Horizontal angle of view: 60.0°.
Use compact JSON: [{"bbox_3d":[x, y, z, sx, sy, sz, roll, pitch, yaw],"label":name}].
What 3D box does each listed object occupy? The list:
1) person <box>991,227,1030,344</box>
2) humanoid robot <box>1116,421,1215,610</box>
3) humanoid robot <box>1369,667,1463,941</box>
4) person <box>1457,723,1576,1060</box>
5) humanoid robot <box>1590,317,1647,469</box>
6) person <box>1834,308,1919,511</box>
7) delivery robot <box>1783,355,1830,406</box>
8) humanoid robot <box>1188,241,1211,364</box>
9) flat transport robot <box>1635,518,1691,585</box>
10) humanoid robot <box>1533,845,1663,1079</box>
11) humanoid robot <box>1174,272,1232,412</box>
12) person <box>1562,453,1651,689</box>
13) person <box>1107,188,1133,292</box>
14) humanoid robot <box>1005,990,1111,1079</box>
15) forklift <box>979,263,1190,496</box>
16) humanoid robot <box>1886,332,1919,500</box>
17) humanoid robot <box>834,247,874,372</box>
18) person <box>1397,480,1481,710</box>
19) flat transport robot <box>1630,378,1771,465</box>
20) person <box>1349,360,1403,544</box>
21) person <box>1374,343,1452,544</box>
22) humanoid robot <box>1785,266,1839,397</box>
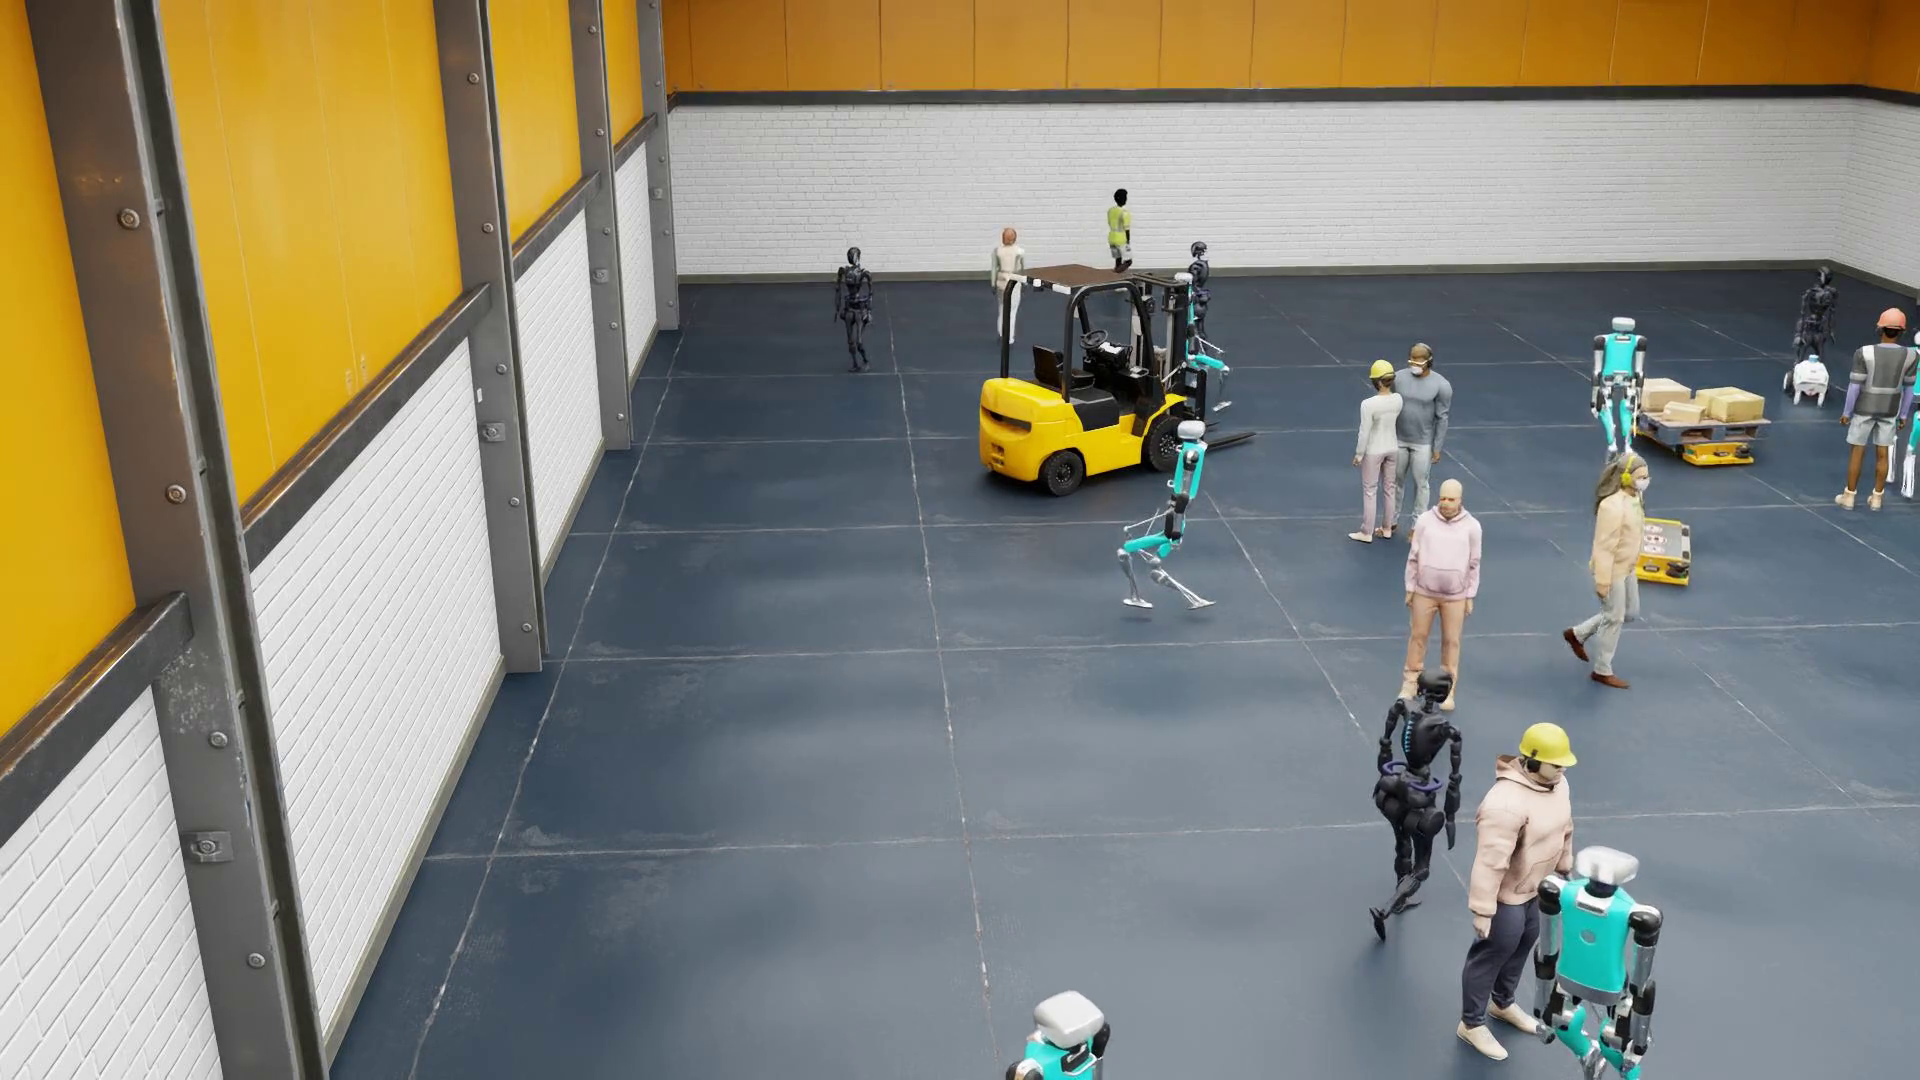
[{"bbox_3d":[0.715,-3.593,23.462,0.524,1.614,0.654,5,21,14],"label":"person"},{"bbox_3d":[1.672,-0.158,13.946,1.004,1.740,0.535,4,20,10],"label":"humanoid robot"},{"bbox_3d":[2.555,1.490,9.560,0.631,1.637,0.609,-14,24,-33],"label":"humanoid robot"},{"bbox_3d":[2.853,1.762,8.529,0.796,1.858,0.442,-16,26,-37],"label":"person"},{"bbox_3d":[6.827,-1.348,17.243,0.535,1.810,0.800,2,20,7],"label":"humanoid robot"},{"bbox_3d":[9.130,-1.299,16.597,0.613,2.040,0.391,4,20,10],"label":"person"},{"bbox_3d":[10.549,-1.997,20.644,0.499,0.587,0.774,8,21,20],"label":"delivery robot"},{"bbox_3d":[3.131,-3.172,22.265,0.711,1.631,0.602,7,21,18],"label":"humanoid robot"},{"bbox_3d":[6.412,0.066,15.447,0.659,0.231,1.431,8,22,20],"label":"flat transport robot"},{"bbox_3d":[3.011,2.147,7.729,0.552,1.841,0.865,16,26,37],"label":"humanoid robot"},{"bbox_3d":[2.954,-2.328,19.943,1.026,1.772,0.540,-3,20,-8],"label":"humanoid robot"},{"bbox_3d":[4.987,0.213,12.736,0.509,1.859,0.575,16,26,38],"label":"person"},{"bbox_3d":[2.542,-4.769,26.558,0.522,1.684,0.546,-13,24,-32],"label":"person"},{"bbox_3d":[0.526,2.619,6.390,0.837,1.803,0.544,17,26,38],"label":"humanoid robot"},{"bbox_3d":[1.315,-1.764,17.646,2.313,2.155,1.214,-14,24,-33],"label":"forklift"},{"bbox_3d":[9.741,-1.309,17.069,0.539,1.753,0.953,9,22,23],"label":"humanoid robot"},{"bbox_3d":[-1.379,-3.018,21.801,0.599,1.644,0.335,9,22,24],"label":"humanoid robot"},{"bbox_3d":[3.571,0.391,12.363,0.535,1.781,0.400,7,21,19],"label":"person"},{"bbox_3d":[8.239,-1.135,18.719,0.659,0.231,1.431,-2,20,-6],"label":"flat transport robot"},{"bbox_3d":[3.952,-0.834,15.738,0.522,1.760,0.323,-9,22,-24],"label":"person"},{"bbox_3d":[4.278,-0.921,15.723,0.627,1.935,0.373,15,25,35],"label":"person"},{"bbox_3d":[10.611,-2.600,20.690,0.592,1.639,0.371,-7,21,-18],"label":"humanoid robot"}]
